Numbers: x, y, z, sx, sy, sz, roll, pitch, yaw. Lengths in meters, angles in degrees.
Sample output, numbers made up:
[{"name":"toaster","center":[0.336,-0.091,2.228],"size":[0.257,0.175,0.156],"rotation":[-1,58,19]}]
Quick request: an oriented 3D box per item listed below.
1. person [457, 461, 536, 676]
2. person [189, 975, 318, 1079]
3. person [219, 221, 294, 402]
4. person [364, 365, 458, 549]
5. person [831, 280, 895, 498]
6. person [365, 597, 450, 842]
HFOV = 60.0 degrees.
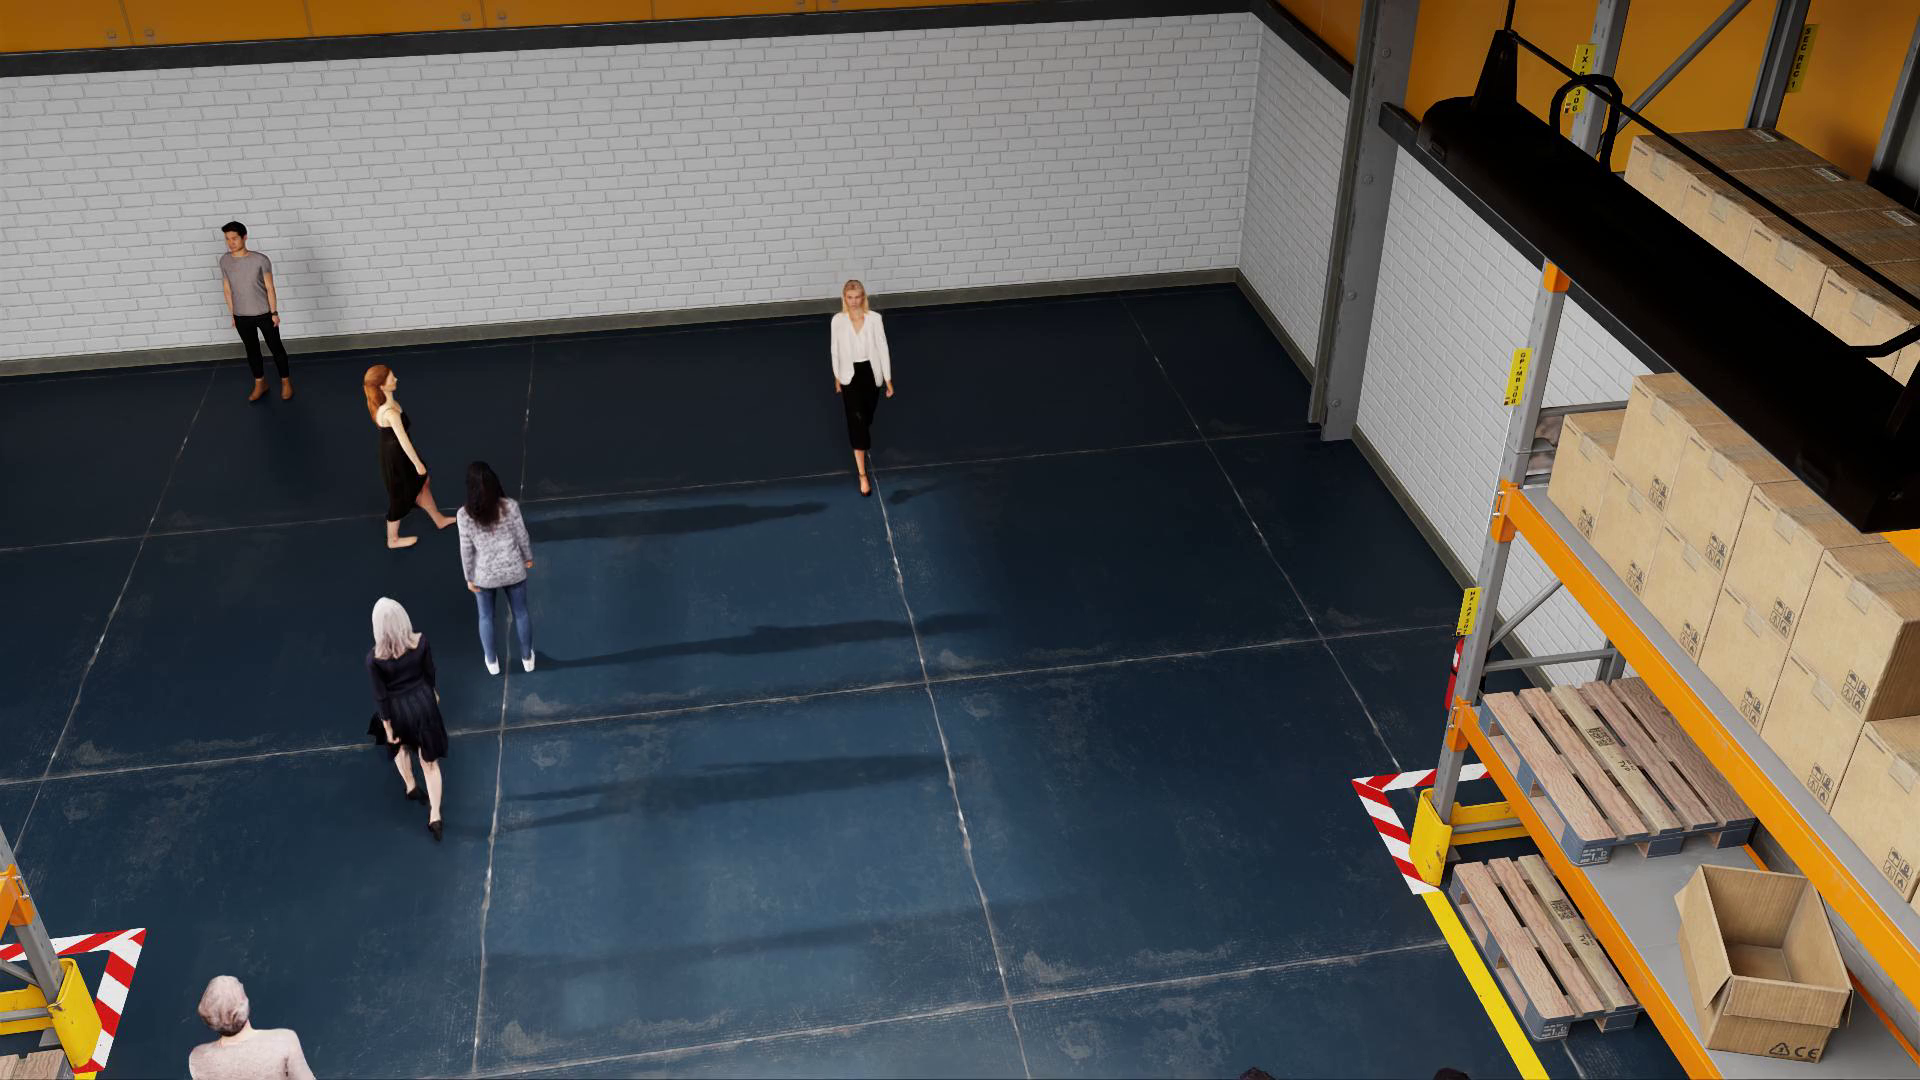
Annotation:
[{"name":"person","center":[-3.225,0.220,11.661],"size":[0.656,1.729,0.603],"rotation":[-9,35,-14]},{"name":"person","center":[-3.169,2.816,7.652],"size":[0.807,1.845,1.271],"rotation":[-10,35,-15]},{"name":"person","center":[-6.431,-2.101,15.157],"size":[0.628,1.724,0.558],"rotation":[-2,34,-3]},{"name":"person","center":[-4.502,-0.618,13.035],"size":[0.807,1.603,0.888],"rotation":[-15,37,-22]},{"name":"person","center":[-0.832,-1.346,13.943],"size":[0.644,1.811,1.131],"rotation":[-6,34,-9]},{"name":"person","center":[-3.355,1.138,10.285],"size":[0.823,1.724,0.936],"rotation":[-23,40,-31]}]
